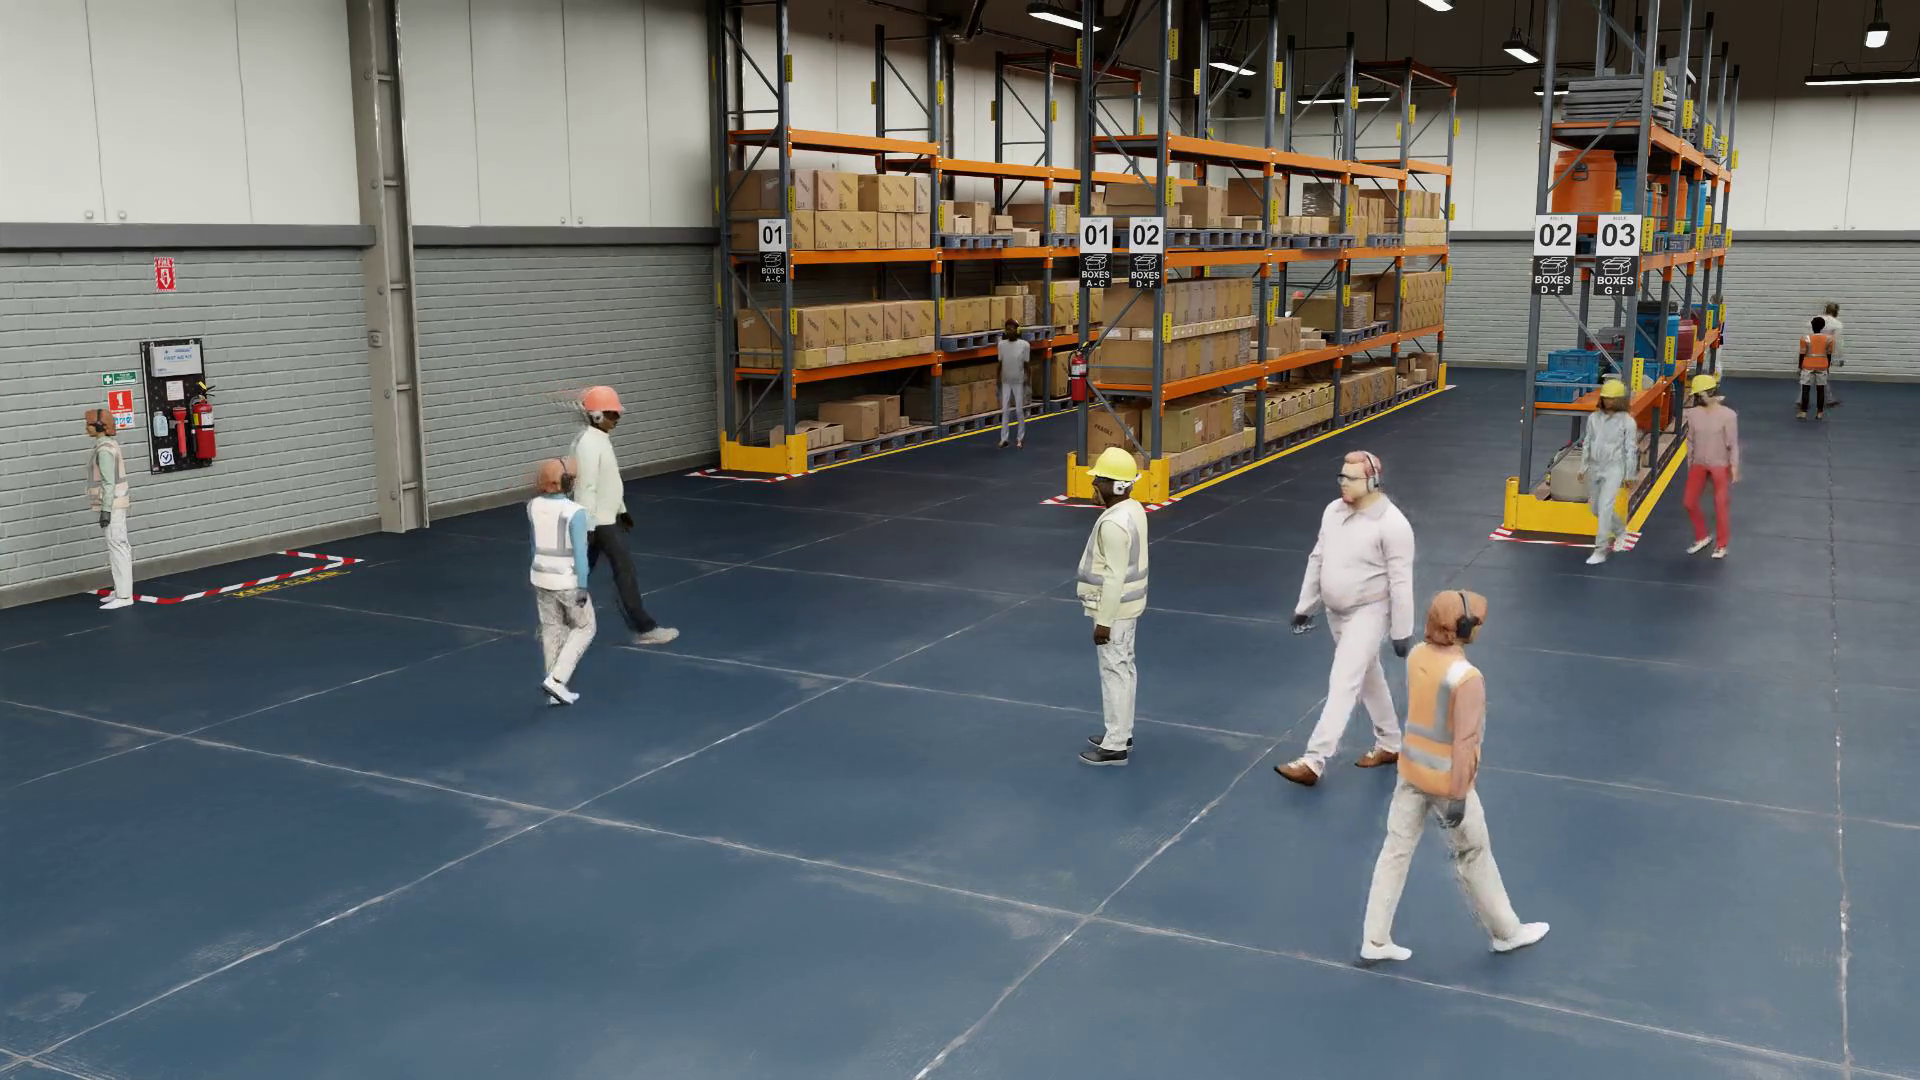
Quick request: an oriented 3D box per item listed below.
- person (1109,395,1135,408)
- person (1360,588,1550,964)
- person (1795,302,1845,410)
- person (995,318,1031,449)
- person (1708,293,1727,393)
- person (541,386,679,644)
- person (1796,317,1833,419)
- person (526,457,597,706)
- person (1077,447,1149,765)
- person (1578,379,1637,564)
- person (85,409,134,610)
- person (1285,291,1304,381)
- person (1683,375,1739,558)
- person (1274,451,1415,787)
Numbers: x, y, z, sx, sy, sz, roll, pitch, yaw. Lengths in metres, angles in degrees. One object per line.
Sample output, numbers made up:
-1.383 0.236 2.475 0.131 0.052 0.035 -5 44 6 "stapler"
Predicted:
2.384 -2.299 24.002 0.613 1.901 0.463 3 11 17 "person"
2.052 0.986 6.904 0.844 1.594 0.528 -3 11 -17 "person"
15.081 -3.207 29.037 1.040 1.878 0.639 -3 11 -14 "person"
0.748 -2.219 23.660 0.534 1.868 0.310 4 11 20 "person"
14.635 -3.822 32.210 0.353 1.937 0.635 6 12 29 "person"
-2.661 -0.172 12.306 1.022 1.950 0.621 -2 11 -9 "person"
14.113 -2.835 27.478 0.535 1.700 0.318 2 11 8 "person"
-2.573 0.282 10.668 0.525 1.623 0.381 6 12 30 "person"
0.875 0.378 9.583 0.404 1.836 0.597 3 11 15 "person"
6.102 -0.658 15.555 0.710 1.718 0.486 -7 12 -33 "person"
-6.942 -0.257 13.580 0.310 1.642 0.514 -5 11 -23 "person"
5.975 -3.397 29.592 0.613 2.048 0.362 4 11 23 "person"
7.103 -0.685 15.690 0.429 1.732 0.618 -8 13 -36 "person"
2.155 0.428 9.270 1.004 1.854 0.646 -4 11 -21 "person"
